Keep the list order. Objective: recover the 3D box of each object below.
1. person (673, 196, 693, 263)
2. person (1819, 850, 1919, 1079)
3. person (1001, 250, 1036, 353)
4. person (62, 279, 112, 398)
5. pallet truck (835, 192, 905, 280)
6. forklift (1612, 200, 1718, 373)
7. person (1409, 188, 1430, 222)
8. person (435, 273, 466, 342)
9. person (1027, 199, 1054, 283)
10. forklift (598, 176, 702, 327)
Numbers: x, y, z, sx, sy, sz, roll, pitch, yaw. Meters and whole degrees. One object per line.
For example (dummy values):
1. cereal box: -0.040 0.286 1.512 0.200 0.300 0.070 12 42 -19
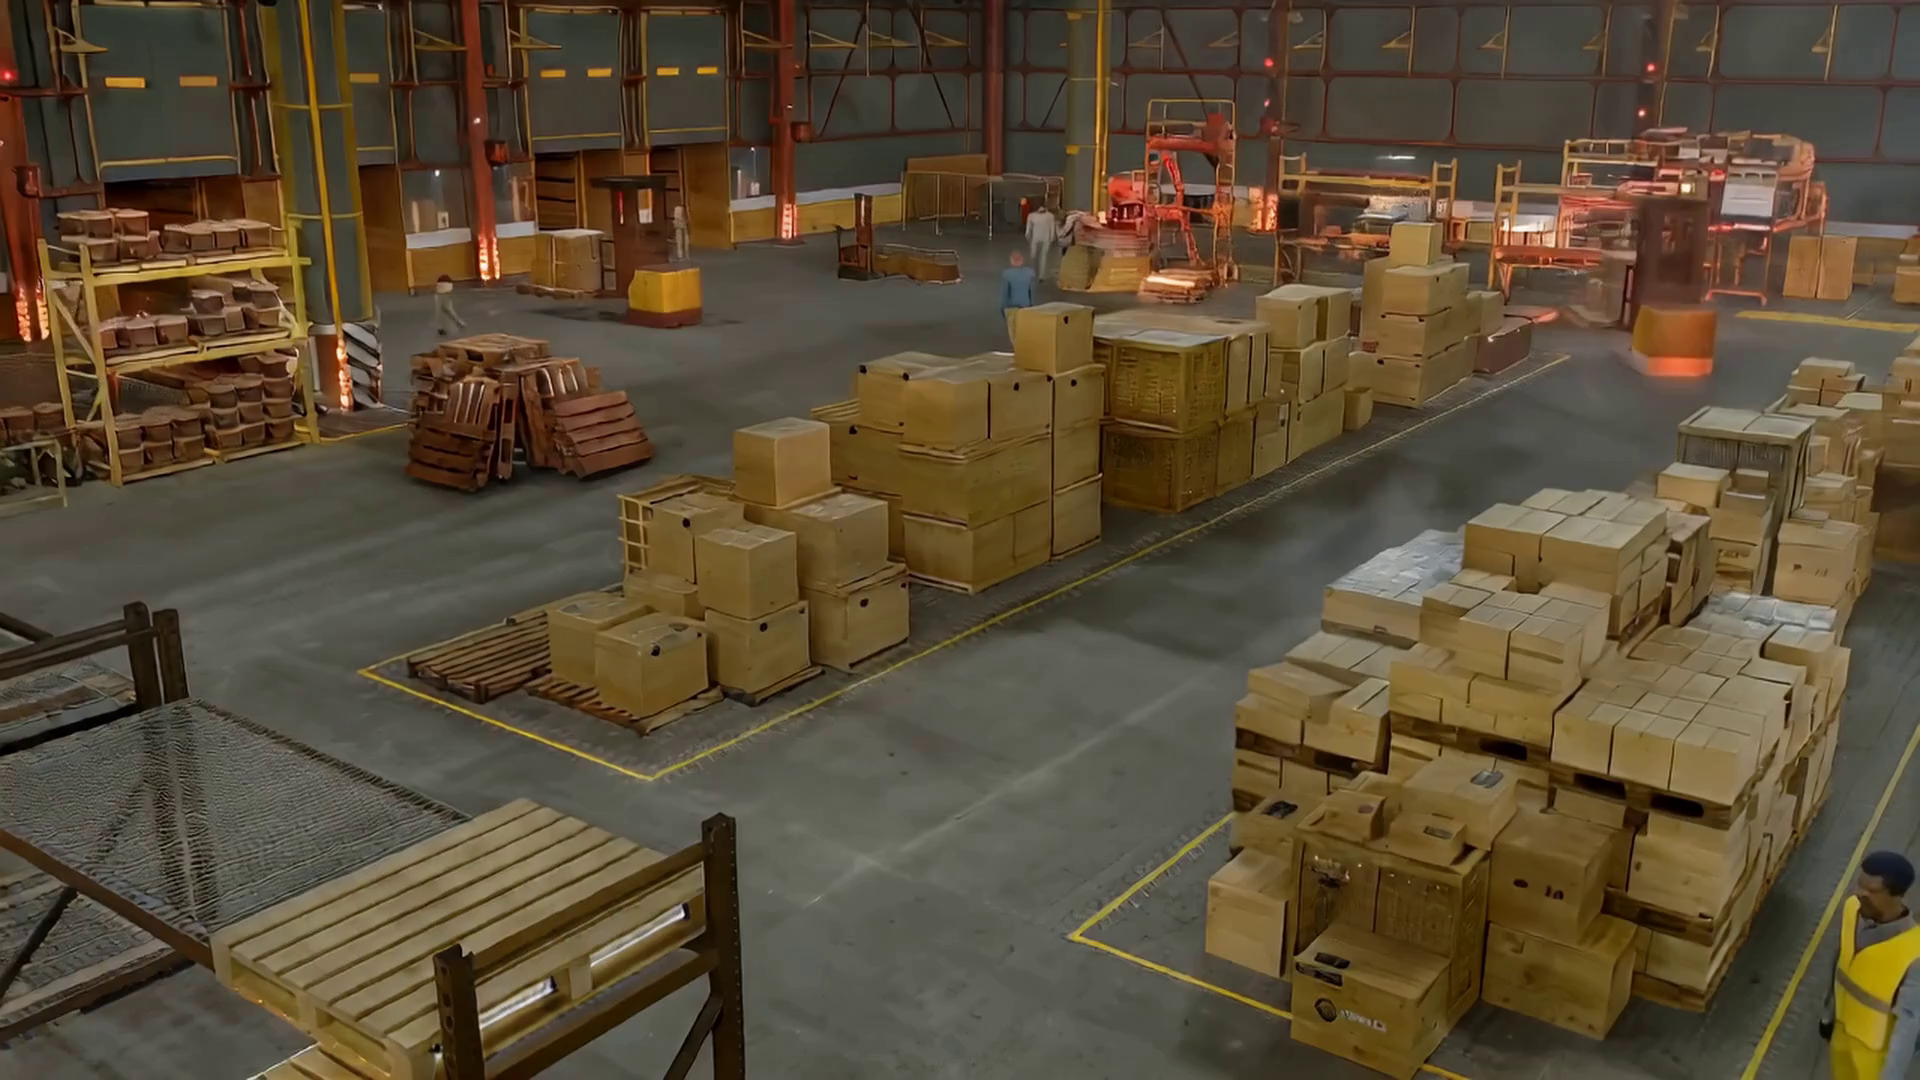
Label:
1. person: -6.947 -7.761 41.588 0.514 1.639 0.309 13 21 36
2. person: 4.253 2.319 7.762 0.389 1.908 0.584 -1 17 -3
3. person: 0.995 -4.042 28.764 0.631 1.940 0.372 -7 18 -22
4. person: -13.657 -3.140 25.901 0.597 1.869 0.485 10 19 29
5. pallet truck: -1.936 -7.159 38.982 1.885 1.965 0.823 -12 21 -34
6. forklift: 12.036 -4.331 28.116 1.129 2.768 1.873 1 17 4
7. person: 11.280 -7.704 40.951 0.568 1.902 0.831 10 19 29
8. person: -8.494 -3.591 27.688 0.887 1.694 0.494 0 17 1
9. person: 1.819 -6.804 37.945 0.627 1.912 0.691 3 17 9
10. forklift: -6.123 -5.702 32.655 1.873 2.768 1.129 12 21 35
